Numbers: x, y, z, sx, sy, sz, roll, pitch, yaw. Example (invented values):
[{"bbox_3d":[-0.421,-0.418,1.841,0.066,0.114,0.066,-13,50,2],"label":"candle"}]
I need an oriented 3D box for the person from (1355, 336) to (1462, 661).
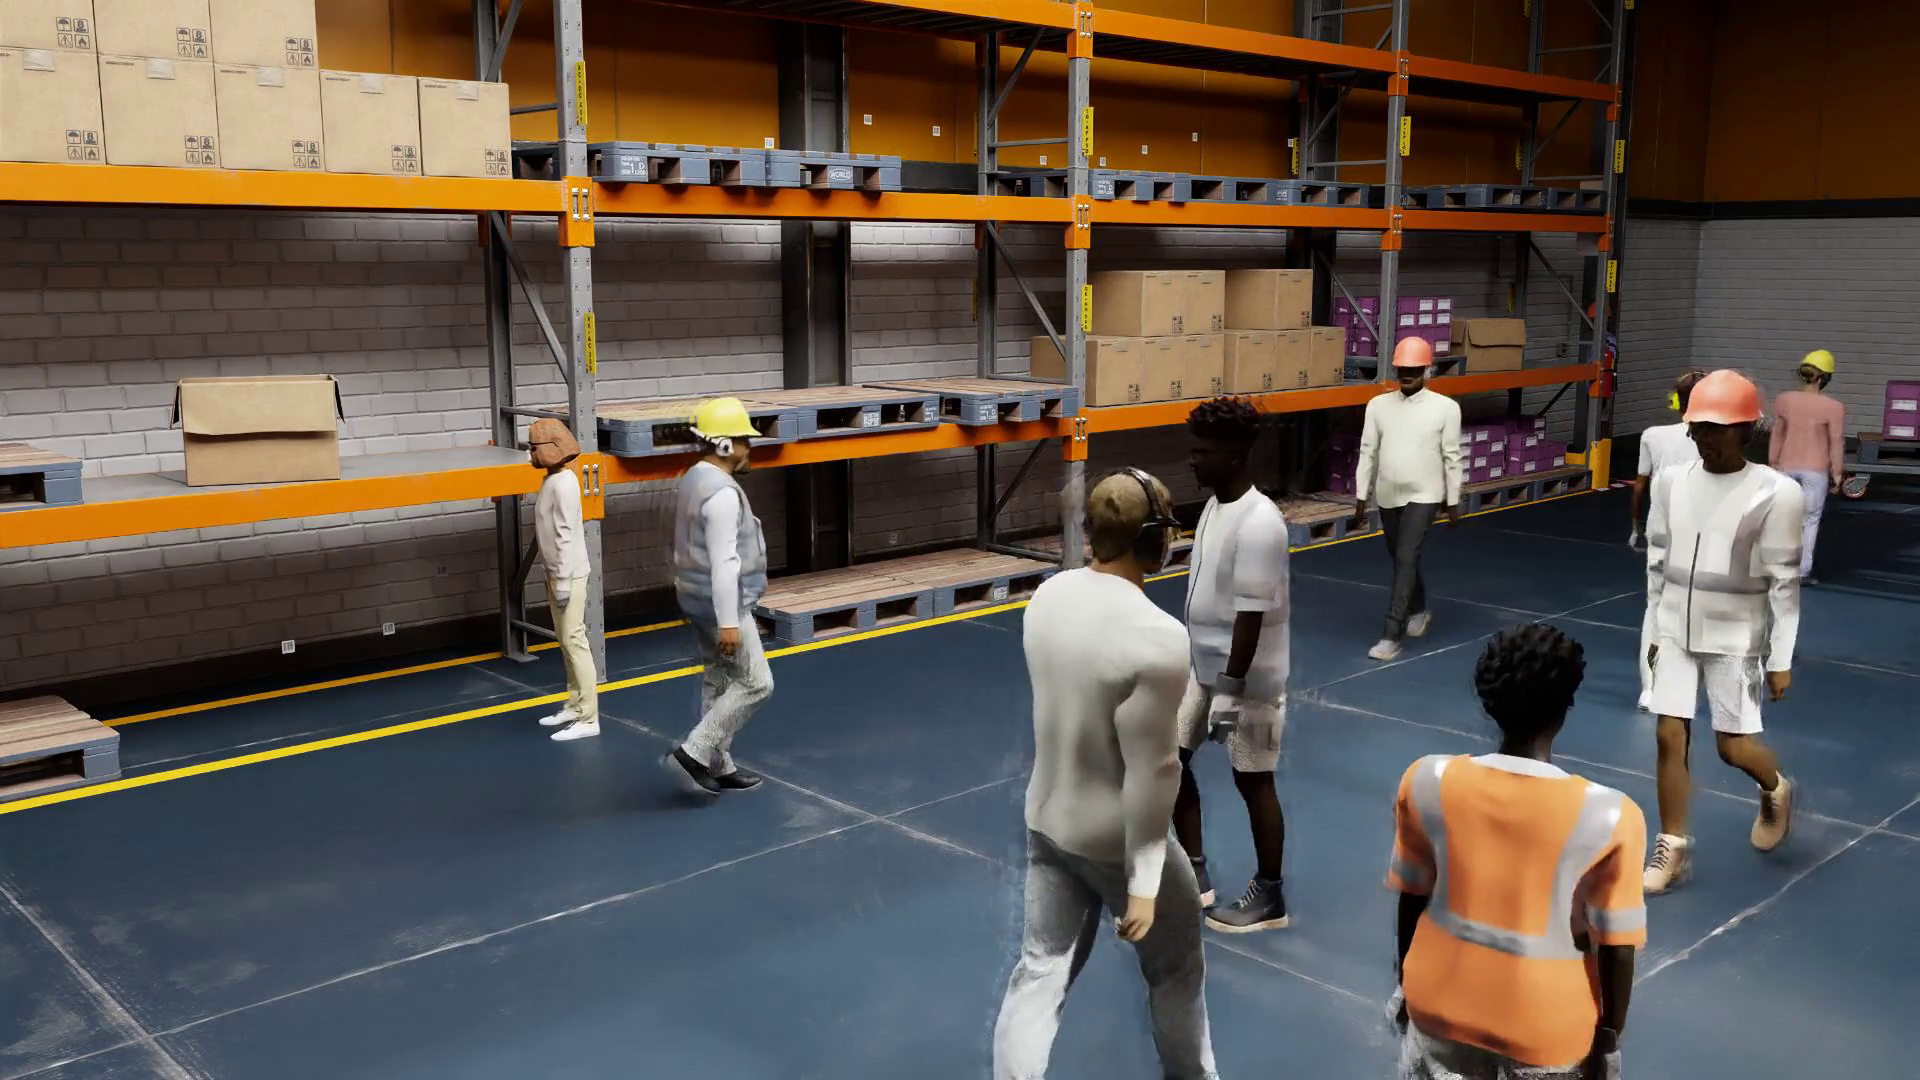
[{"bbox_3d":[2.778,-0.291,10.315,0.630,1.950,1.031,7,12,37],"label":"person"}]

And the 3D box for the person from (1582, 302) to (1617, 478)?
[{"bbox_3d":[6.969,-1.637,18.226,0.375,1.935,0.550,1,10,6],"label":"person"}]

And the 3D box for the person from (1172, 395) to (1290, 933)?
[{"bbox_3d":[0.894,0.465,5.906,0.681,1.942,0.612,-2,10,-13],"label":"person"}]

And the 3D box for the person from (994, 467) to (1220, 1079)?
[{"bbox_3d":[0.458,0.755,4.335,0.948,1.901,0.649,-7,12,-34],"label":"person"}]

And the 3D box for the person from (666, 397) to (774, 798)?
[{"bbox_3d":[-1.050,0.275,7.377,0.416,1.815,0.616,-3,10,-19],"label":"person"}]

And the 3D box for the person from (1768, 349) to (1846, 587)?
[{"bbox_3d":[6.158,-0.511,12.140,0.438,1.752,0.550,-8,12,-38],"label":"person"}]

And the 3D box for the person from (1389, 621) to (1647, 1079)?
[{"bbox_3d":[1.128,1.010,3.477,0.539,1.687,0.443,6,12,33],"label":"person"}]

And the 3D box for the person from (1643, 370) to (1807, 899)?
[{"bbox_3d":[2.951,0.349,6.392,0.814,2.020,0.611,-7,12,-34],"label":"person"}]

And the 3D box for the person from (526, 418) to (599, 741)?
[{"bbox_3d":[-2.025,0.193,8.435,0.284,1.626,0.495,-4,11,-23],"label":"person"}]

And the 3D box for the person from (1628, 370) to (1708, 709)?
[{"bbox_3d":[3.912,-0.011,9.076,0.535,1.821,1.003,5,11,28],"label":"person"}]
